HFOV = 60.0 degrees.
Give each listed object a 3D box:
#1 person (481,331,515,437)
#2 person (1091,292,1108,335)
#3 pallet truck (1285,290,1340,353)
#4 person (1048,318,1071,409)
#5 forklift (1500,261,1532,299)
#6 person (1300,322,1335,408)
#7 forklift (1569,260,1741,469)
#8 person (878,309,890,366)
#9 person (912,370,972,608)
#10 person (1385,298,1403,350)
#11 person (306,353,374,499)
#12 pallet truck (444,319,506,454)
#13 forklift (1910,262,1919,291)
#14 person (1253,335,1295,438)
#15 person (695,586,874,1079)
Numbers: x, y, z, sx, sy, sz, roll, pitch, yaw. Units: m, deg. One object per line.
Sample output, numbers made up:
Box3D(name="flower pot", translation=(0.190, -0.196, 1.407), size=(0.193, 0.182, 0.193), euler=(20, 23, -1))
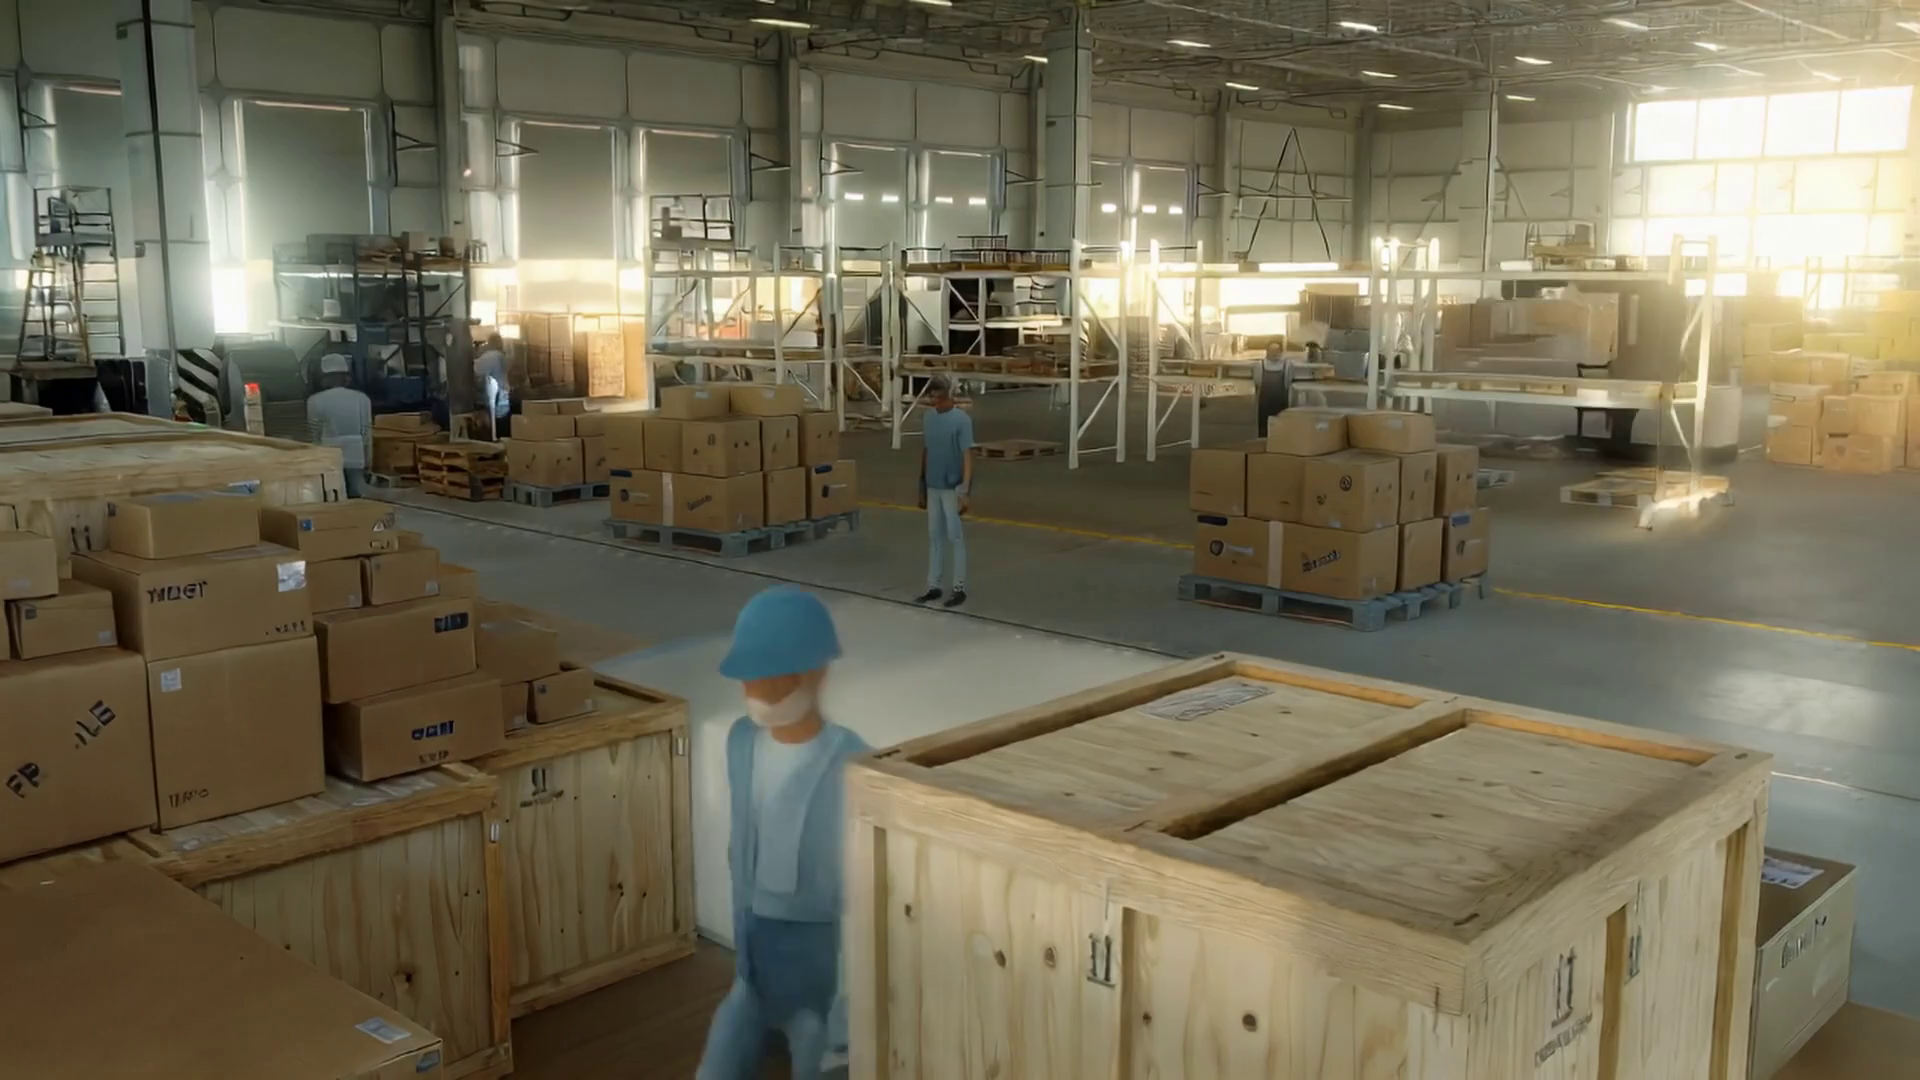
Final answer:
Box3D(name="person", translation=(-7.264, -2.416, 26.004), size=(0.541, 1.682, 0.516), euler=(3, 10, 18))
Box3D(name="person", translation=(4.321, -6.700, 51.544), size=(0.544, 1.930, 0.388), euler=(0, 9, 3))
Box3D(name="pallet truck", translation=(11.297, -6.951, 52.861), size=(1.885, 1.965, 0.823), euler=(-5, 11, -29))
Box3D(name="person", translation=(1.904, -3.344, 31.540), size=(0.484, 1.739, 0.319), euler=(-2, 9, -11))
Box3D(name="forklift", translation=(12.654, -4.978, 38.067), size=(1.873, 2.768, 1.129), euler=(9, 13, 43))
Box3D(name="person", translation=(5.316, -2.255, 24.454), size=(0.985, 1.871, 0.592), euler=(2, 10, 14))
Box3D(name="forklift", translation=(9.454, -2.429, 22.439), size=(1.873, 2.768, 1.129), euler=(9, 13, 43))
Box3D(name="person", translation=(-2.014, -5.351, 44.180), size=(0.313, 1.634, 0.514), euler=(1, 9, 5))
Box3D(name="person", translation=(-0.137, -0.405, 13.118), size=(0.513, 1.872, 0.328), euler=(7, 12, 37))
Box3D(name="person", translation=(10.905, -5.101, 41.756), size=(0.510, 1.916, 0.565), euler=(-3, 10, -17))
Box3D(name="person", translation=(-5.460, -0.681, 14.646), size=(0.386, 1.924, 0.612), euler=(9, 13, 44))
Box3D(name="pallet truck", translation=(-6.981, -1.942, 22.150), size=(1.885, 1.965, 0.823), euler=(1, 9, 9))
Box3D(name="forklift", translation=(23.822, -5.449, 40.955), size=(1.129, 2.768, 1.873), euler=(-2, 9, -13))
Box3D(name="person", translation=(3.899, -1.625, 20.696), size=(0.506, 1.839, 0.346), euler=(2, 10, 15))
Box3D(name="person", translation=(-0.408, 1.054, 4.003), size=(0.578, 1.923, 0.403), euler=(9, 13, 44))
